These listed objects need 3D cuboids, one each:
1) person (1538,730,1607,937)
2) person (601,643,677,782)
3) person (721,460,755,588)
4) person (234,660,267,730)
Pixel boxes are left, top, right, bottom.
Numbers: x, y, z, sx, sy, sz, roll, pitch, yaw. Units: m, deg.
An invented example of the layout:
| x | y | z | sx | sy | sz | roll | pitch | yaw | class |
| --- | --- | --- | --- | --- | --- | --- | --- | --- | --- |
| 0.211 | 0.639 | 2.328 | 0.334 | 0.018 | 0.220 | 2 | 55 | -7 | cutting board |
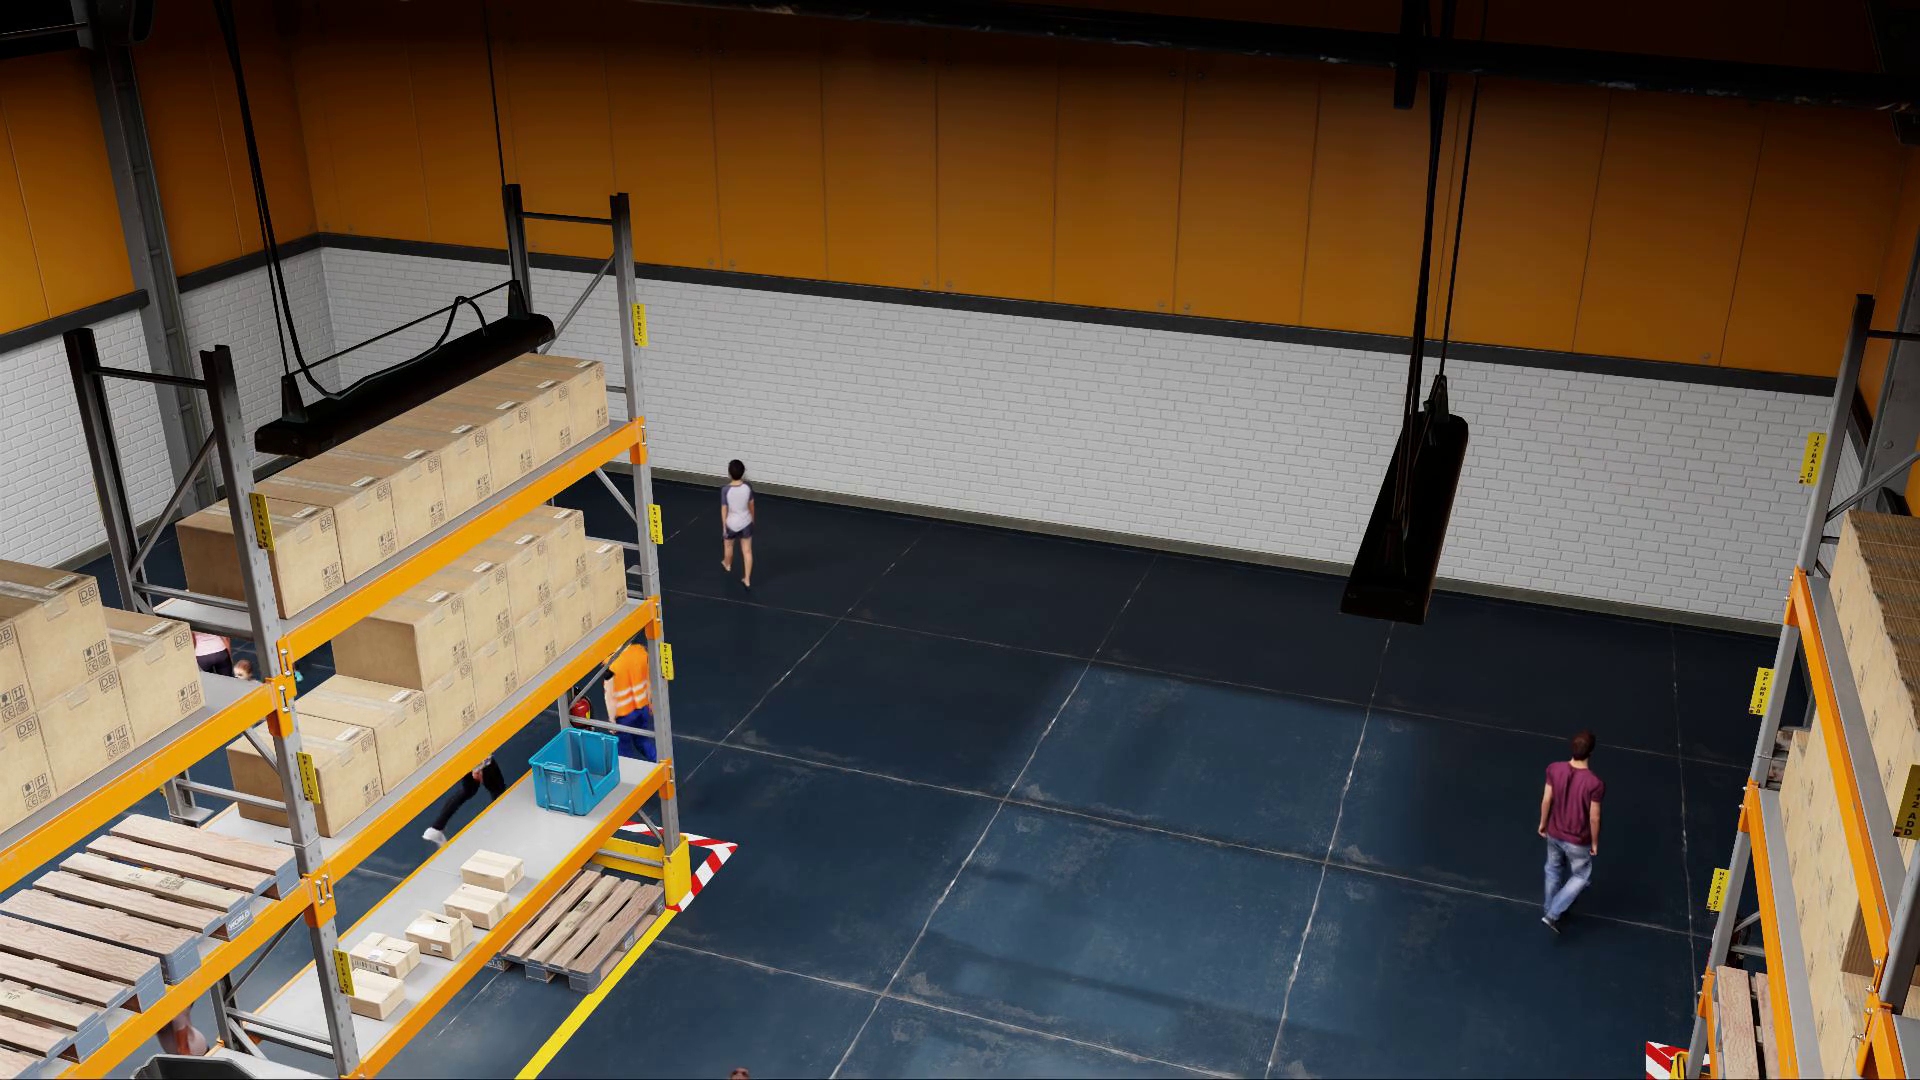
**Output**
| x | y | z | sx | sy | sz | roll | pitch | yaw | class |
| --- | --- | --- | --- | --- | --- | --- | --- | --- | --- |
| 4.901 | 2.401 | 13.452 | 0.954 | 1.843 | 0.863 | -20 | 31 | -38 | person |
| -2.980 | 1.597 | 15.267 | 0.937 | 1.862 | 1.025 | 19 | 30 | 37 | person |
| -2.611 | -0.176 | 19.733 | 0.929 | 1.533 | 1.016 | -9 | 25 | -20 | person |
| -6.743 | 1.668 | 15.957 | 0.531 | 1.179 | 0.830 | 6 | 24 | 13 | person |
